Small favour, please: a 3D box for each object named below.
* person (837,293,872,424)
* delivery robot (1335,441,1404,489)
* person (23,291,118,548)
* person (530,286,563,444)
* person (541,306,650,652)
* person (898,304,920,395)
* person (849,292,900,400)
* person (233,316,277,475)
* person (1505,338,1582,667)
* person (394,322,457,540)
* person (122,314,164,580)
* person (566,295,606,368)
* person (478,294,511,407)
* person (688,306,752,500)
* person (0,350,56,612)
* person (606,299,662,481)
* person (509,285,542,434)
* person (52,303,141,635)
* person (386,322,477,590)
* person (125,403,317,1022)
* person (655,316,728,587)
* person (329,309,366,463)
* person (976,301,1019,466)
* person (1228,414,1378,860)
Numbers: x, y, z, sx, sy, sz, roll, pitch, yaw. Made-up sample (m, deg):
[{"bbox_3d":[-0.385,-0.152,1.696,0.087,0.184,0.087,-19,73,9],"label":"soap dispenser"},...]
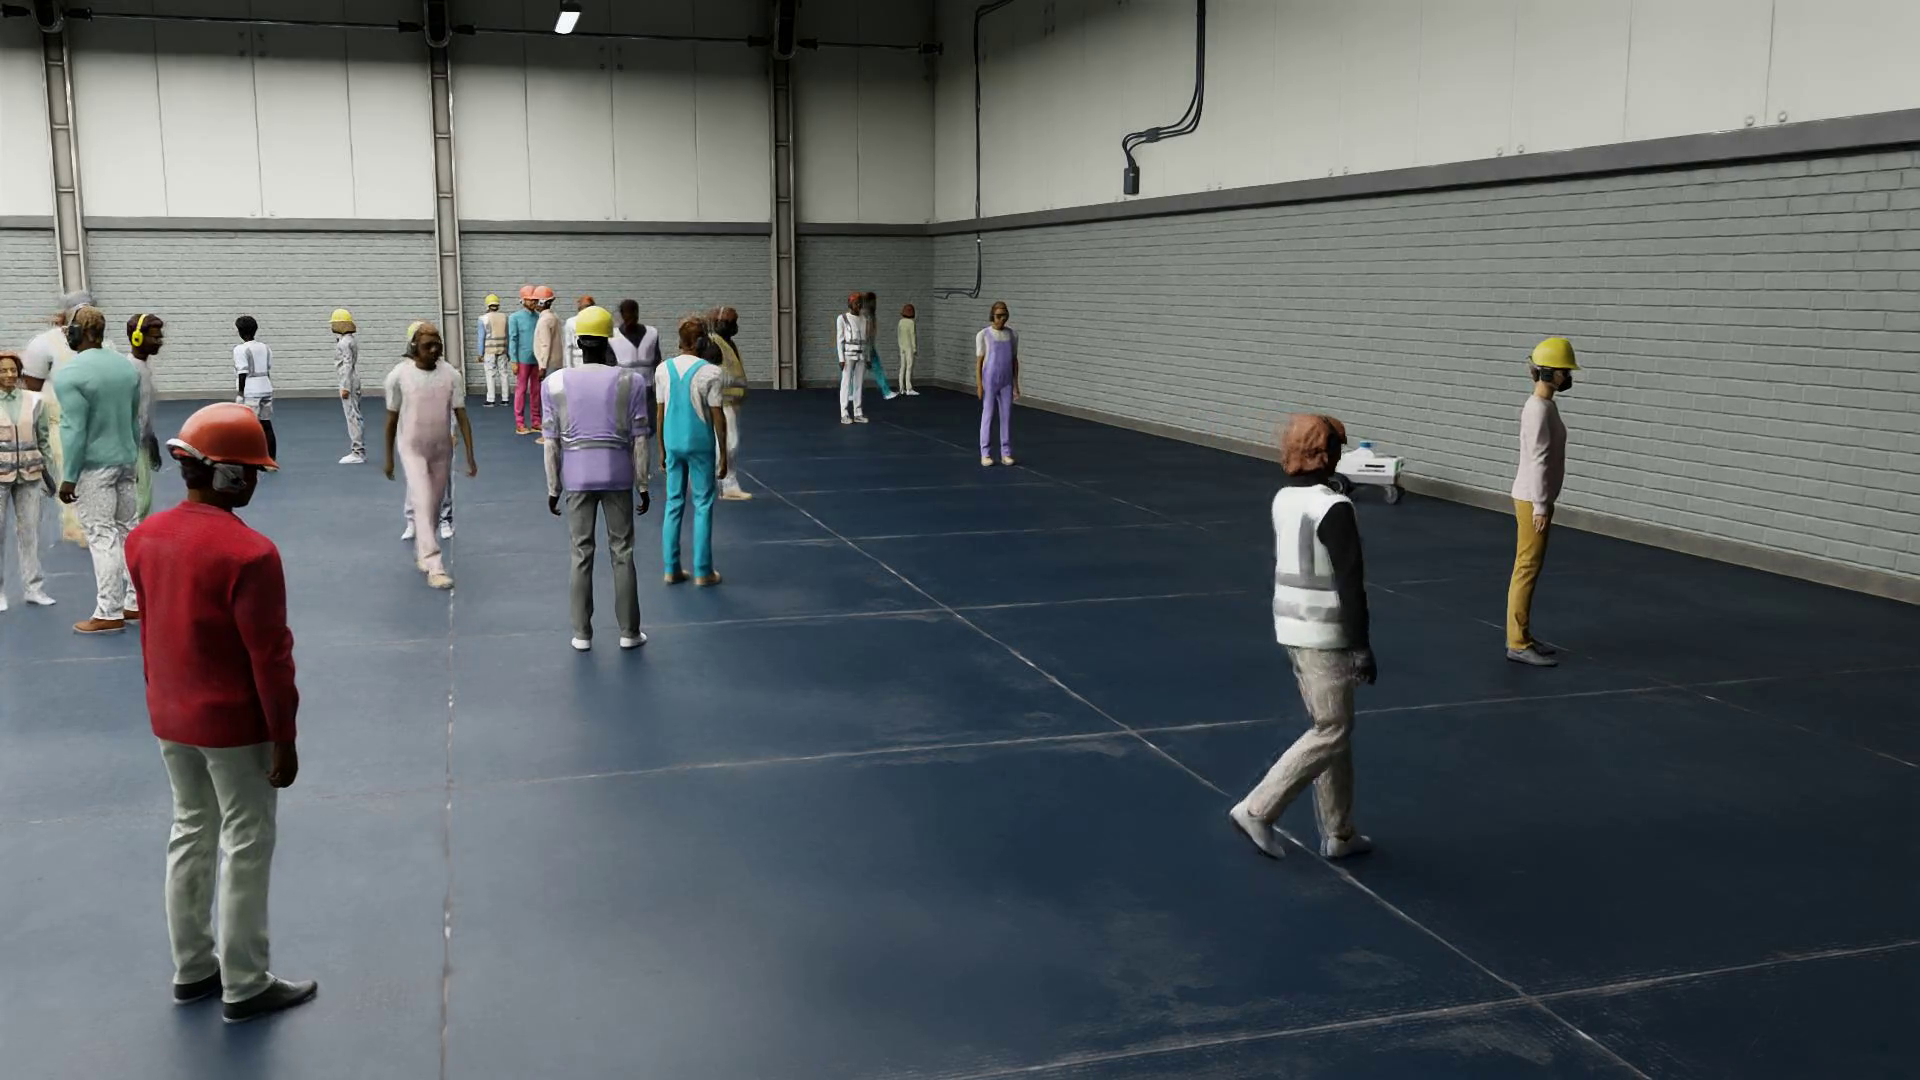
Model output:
[{"bbox_3d":[-1.520,-2.619,24.022,0.574,1.883,0.360,-7,12,-39],"label":"person"},{"bbox_3d":[3.794,-0.687,15.613,0.707,0.478,0.477,3,10,21],"label":"delivery robot"},{"bbox_3d":[-6.832,-0.966,12.970,0.918,2.000,0.693,5,10,27],"label":"person"},{"bbox_3d":[-5.229,-2.216,21.084,0.383,1.996,0.609,0,9,1],"label":"person"},{"bbox_3d":[-2.019,-0.332,9.286,0.584,1.928,0.367,-1,9,-7],"label":"person"},{"bbox_3d":[-0.931,-3.429,29.974,0.265,1.632,0.509,-6,11,-34],"label":"person"},{"bbox_3d":[-1.538,-3.298,28.458,0.923,1.856,0.620,3,10,21],"label":"person"},{"bbox_3d":[-7.531,-1.541,17.742,0.320,1.691,0.537,2,9,13],"label":"person"},{"bbox_3d":[3.161,-0.208,9.017,0.326,1.765,0.533,3,9,19],"label":"person"},{"bbox_3d":[-4.267,-0.868,13.292,0.491,1.743,0.324,-2,9,-10],"label":"person"},{"bbox_3d":[-5.682,-0.642,11.549,0.409,1.845,0.573,-2,9,-12],"label":"person"},{"bbox_3d":[-5.078,-2.409,22.716,0.591,1.869,0.421,-2,9,-13],"label":"person"},{"bbox_3d":[-7.613,-3.091,27.186,0.600,1.831,0.404,-8,12,-43],"label":"person"},{"bbox_3d":[-2.229,-1.268,15.570,0.492,1.828,0.647,2,9,10],"label":"person"},{"bbox_3d":[-5.983,-0.375,10.485,0.310,1.636,0.521,7,11,38],"label":"person"},{"bbox_3d":[-3.384,-1.560,17.255,0.649,1.881,0.617,-5,10,-30],"label":"person"},{"bbox_3d":[-5.789,-2.427,22.436,0.395,1.994,0.612,7,11,37],"label":"person"},{"bbox_3d":[-5.037,-0.410,9.748,0.377,1.940,0.629,2,9,11],"label":"person"},{"bbox_3d":[-3.678,-0.604,11.455,0.527,1.800,0.969,-6,11,-36],"label":"person"},{"bbox_3d":[-2.058,0.484,4.688,0.574,1.738,0.352,5,10,28],"label":"person"},{"bbox_3d":[-1.808,-0.589,11.238,0.519,1.835,0.350,3,9,17],"label":"person"},{"bbox_3d":[-6.957,-1.742,18.864,0.322,1.742,0.493,-2,9,-13],"label":"person"},{"bbox_3d":[0.417,-1.732,18.530,0.500,1.838,0.351,-4,10,-23],"label":"person"},{"bbox_3d":[1.243,0.360,5.902,0.551,1.602,0.574,-1,9,-7],"label":"person"}]
